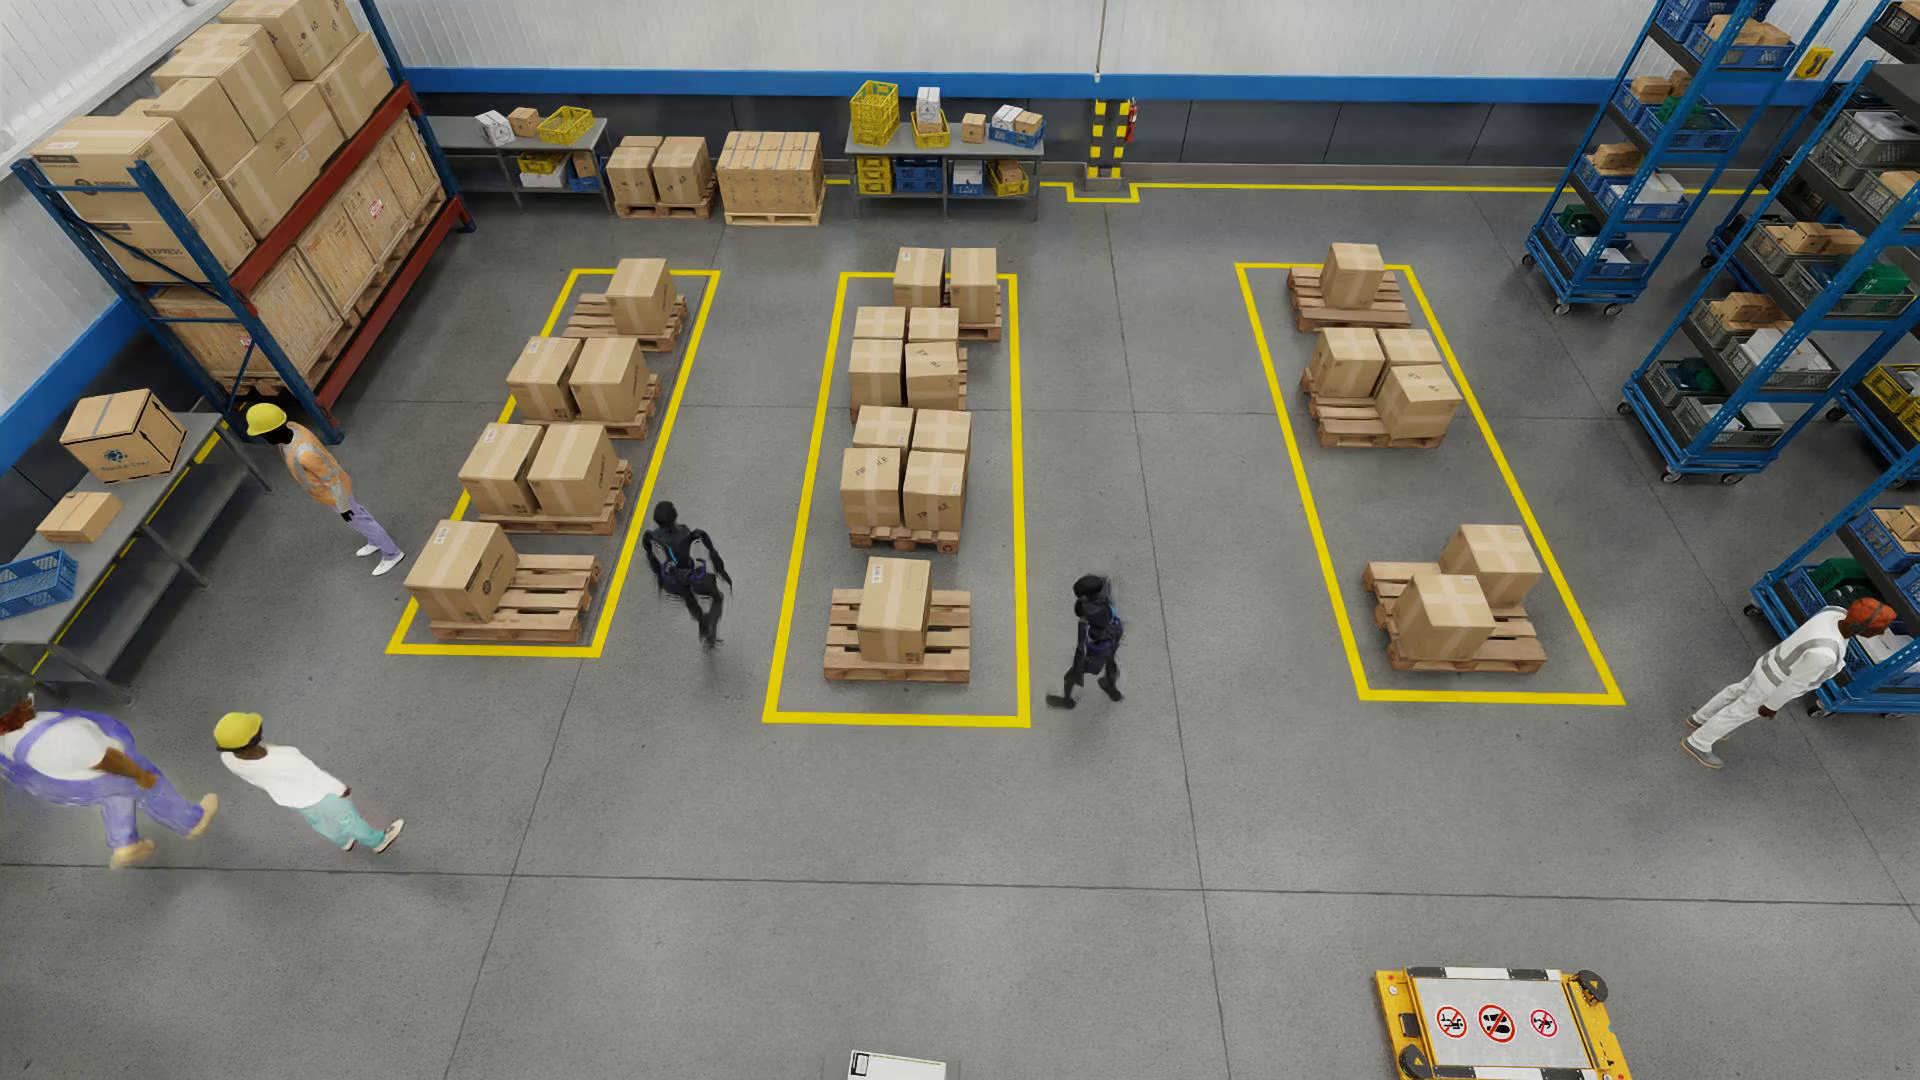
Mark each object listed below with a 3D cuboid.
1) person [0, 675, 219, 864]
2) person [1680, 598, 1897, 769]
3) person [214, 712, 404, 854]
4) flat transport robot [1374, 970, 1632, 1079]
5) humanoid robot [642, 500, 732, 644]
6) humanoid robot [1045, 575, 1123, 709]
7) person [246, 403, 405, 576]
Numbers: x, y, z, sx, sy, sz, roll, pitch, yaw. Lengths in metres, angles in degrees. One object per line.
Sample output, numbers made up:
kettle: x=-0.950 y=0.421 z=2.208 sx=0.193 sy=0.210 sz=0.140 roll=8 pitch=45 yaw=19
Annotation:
person: x=-5.775 y=1.519 z=6.106 sx=0.689 sy=2.000 sz=0.621 roll=-1 pitch=51 yaw=0
person: x=5.920 y=1.017 z=6.616 sx=0.354 sy=1.882 sz=0.577 roll=31 pitch=57 yaw=23
person: x=-4.399 y=1.657 z=6.168 sx=0.539 sy=1.765 sz=0.323 roll=4 pitch=51 yaw=3
flat transport robot: x=3.501 y=3.133 z=5.914 sx=1.431 sy=0.197 sz=0.652 roll=1 pitch=51 yaw=1
humanoid robot: x=-2.159 y=0.306 z=7.327 sx=0.603 sy=1.655 sz=0.383 roll=0 pitch=51 yaw=0
humanoid robot: x=1.059 y=0.761 z=6.976 sx=0.556 sy=1.612 sz=0.661 roll=27 pitch=56 yaw=20
person: x=-5.353 y=-0.419 z=7.758 sx=0.382 sy=1.925 sz=0.591 roll=-38 pitch=60 yaw=-26
